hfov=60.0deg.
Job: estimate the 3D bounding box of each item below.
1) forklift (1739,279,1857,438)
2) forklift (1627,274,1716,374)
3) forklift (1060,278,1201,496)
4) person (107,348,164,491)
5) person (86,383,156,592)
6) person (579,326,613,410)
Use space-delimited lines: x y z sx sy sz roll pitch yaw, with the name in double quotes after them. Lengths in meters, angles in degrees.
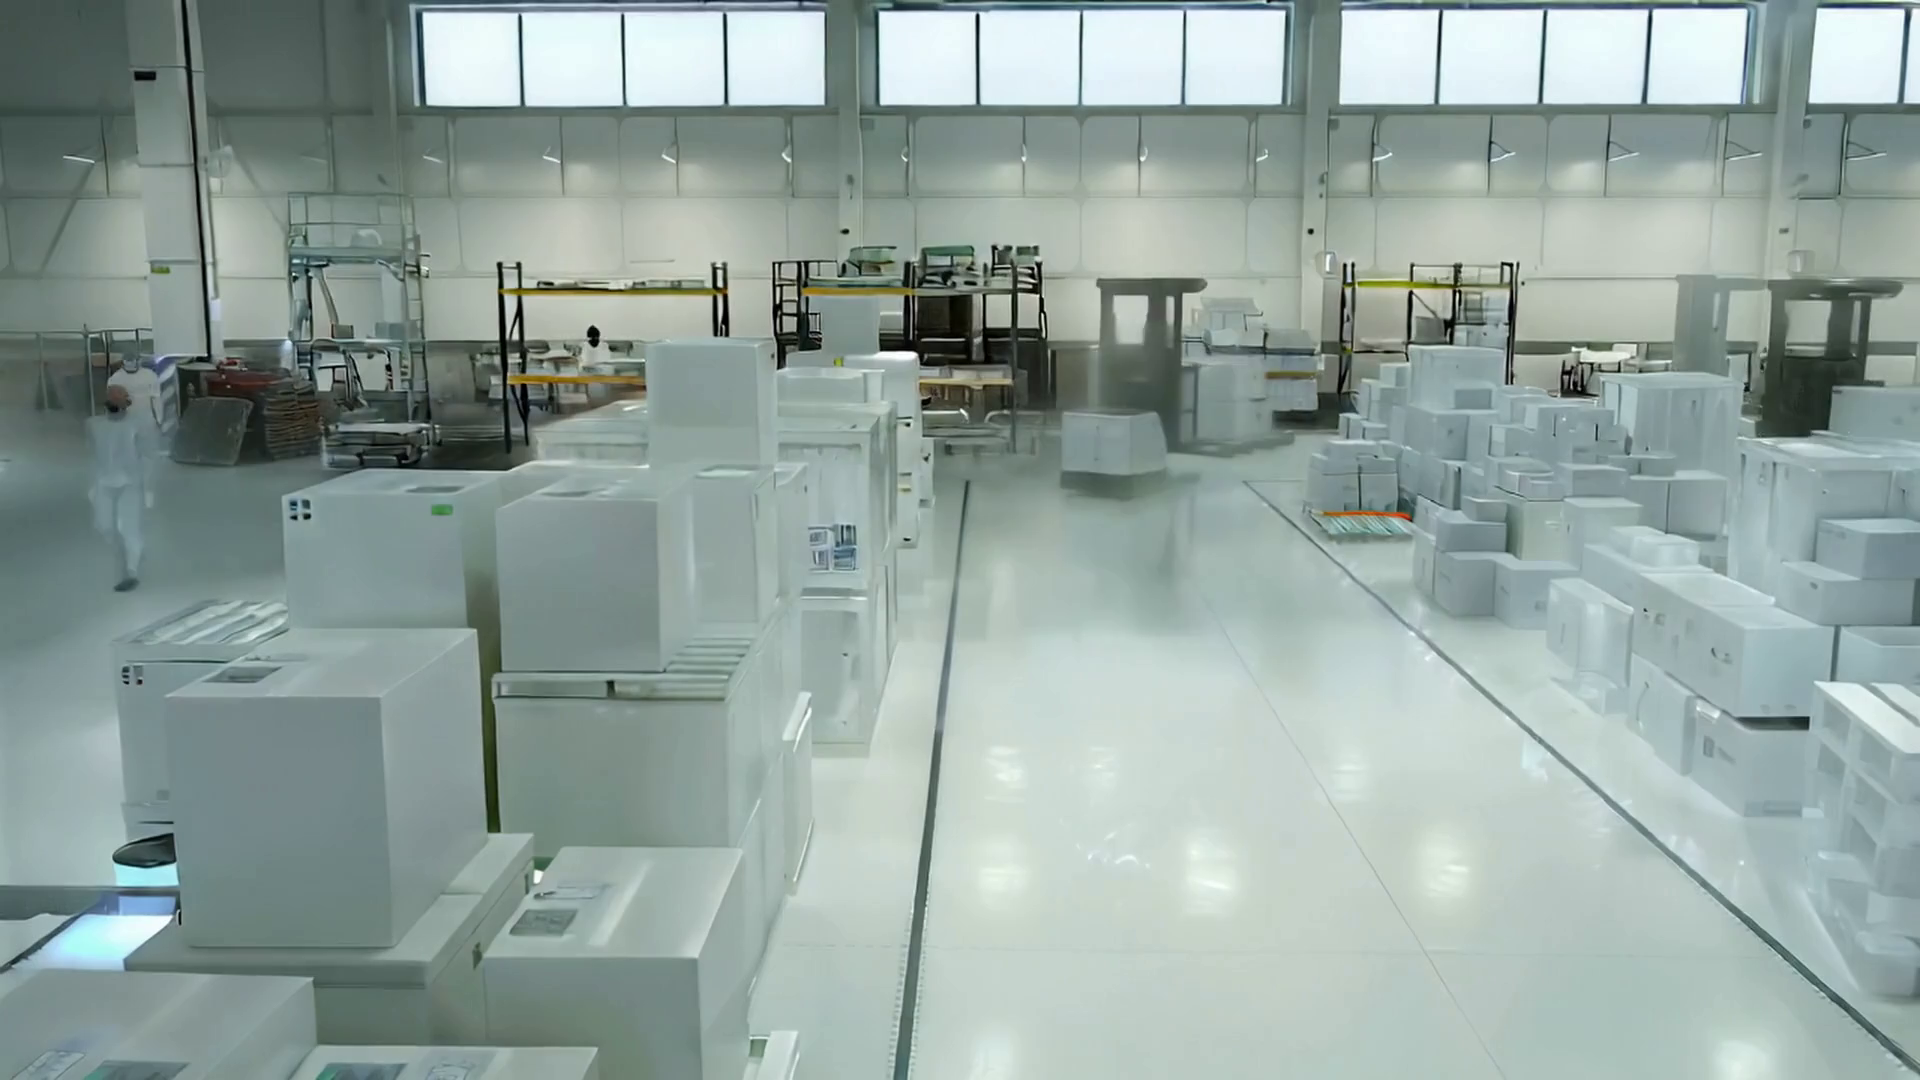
10.328 -1.795 20.387 1.129 2.768 1.873 0 9 0 "forklift"
12.836 -3.275 29.252 1.873 2.768 1.129 0 9 1 "forklift"
2.268 -2.074 22.058 1.129 2.768 1.873 7 12 38 "forklift"
-10.814 -1.561 21.851 0.651 1.918 0.454 -6 11 -31 "person"
-7.756 -0.495 15.444 0.651 1.928 0.517 1 10 5 "person"
-6.473 -2.843 29.539 0.567 1.913 0.574 -1 9 -4 "person"
